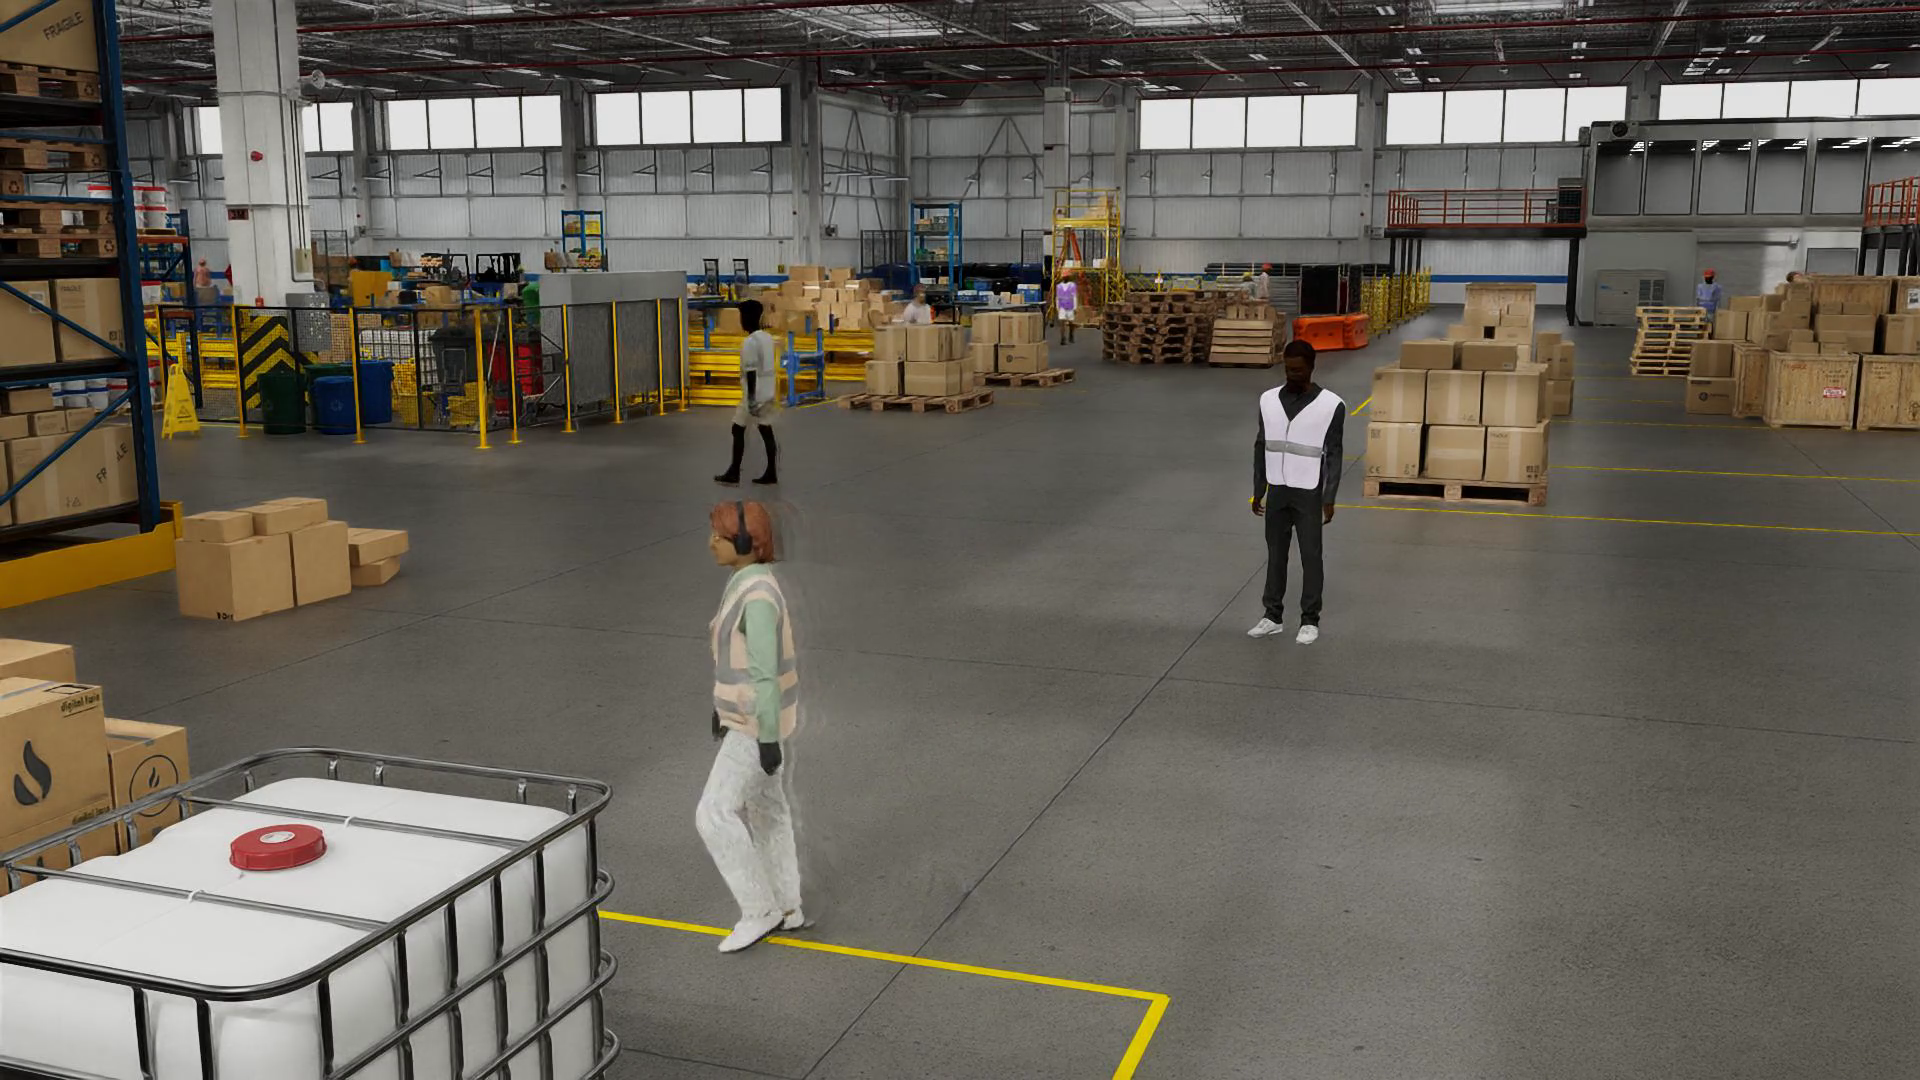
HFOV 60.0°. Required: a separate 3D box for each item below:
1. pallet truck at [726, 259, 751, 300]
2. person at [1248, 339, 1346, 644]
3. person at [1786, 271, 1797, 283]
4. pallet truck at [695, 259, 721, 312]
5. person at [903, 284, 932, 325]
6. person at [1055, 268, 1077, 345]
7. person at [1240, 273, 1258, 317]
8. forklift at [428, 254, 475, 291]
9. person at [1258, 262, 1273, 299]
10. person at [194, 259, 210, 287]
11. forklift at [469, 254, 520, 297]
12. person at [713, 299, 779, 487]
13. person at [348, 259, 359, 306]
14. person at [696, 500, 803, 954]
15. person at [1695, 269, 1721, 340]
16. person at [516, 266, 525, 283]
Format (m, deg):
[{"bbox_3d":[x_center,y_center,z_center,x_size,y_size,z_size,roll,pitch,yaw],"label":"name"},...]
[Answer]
[{"bbox_3d":[-7.986,-9.493,62.019,0.823,1.965,1.885,3,11,17],"label":"pallet truck"},{"bbox_3d":[2.130,-0.309,10.531,0.593,1.917,0.392,7,12,35],"label":"person"},{"bbox_3d":[20.588,-5.715,41.146,0.798,1.860,0.581,1,10,4],"label":"person"},{"bbox_3d":[-9.165,-9.627,62.776,0.823,1.965,1.885,4,11,23],"label":"pallet truck"},{"bbox_3d":[-0.727,-3.251,27.235,0.871,1.871,0.633,5,11,25],"label":"person"},{"bbox_3d":[2.676,-5.870,41.808,0.552,1.924,0.589,2,10,12],"label":"person"},{"bbox_3d":[8.377,-6.944,48.497,0.517,1.689,0.875,-1,10,-6],"label":"person"},{"bbox_3d":[-20.133,-10.254,65.465,1.157,1.987,2.680,3,11,19],"label":"forklift"},{"bbox_3d":[8.932,-7.119,48.662,0.399,1.989,0.622,0,10,0],"label":"person"},{"bbox_3d":[-30.151,-10.209,66.195,0.624,1.956,0.738,-8,13,-37],"label":"person"},{"bbox_3d":[-17.990,-10.121,64.684,1.157,1.987,2.680,3,11,17],"label":"forklift"},{"bbox_3d":[-2.232,-1.516,17.260,0.764,1.942,0.615,4,11,21],"label":"person"},{"bbox_3d":[-20.787,-8.627,57.058,0.422,2.027,0.617,2,10,11],"label":"person"},{"bbox_3d":[-0.759,0.661,5.903,0.452,1.624,0.524,-1,10,-7],"label":"person"},{"bbox_3d":[17.931,-5.535,39.918,0.542,1.931,0.375,8,13,37],"label":"person"},{"bbox_3d":[-15.554,-8.784,58.752,0.832,1.727,0.546,-2,10,-9],"label":"person"}]
